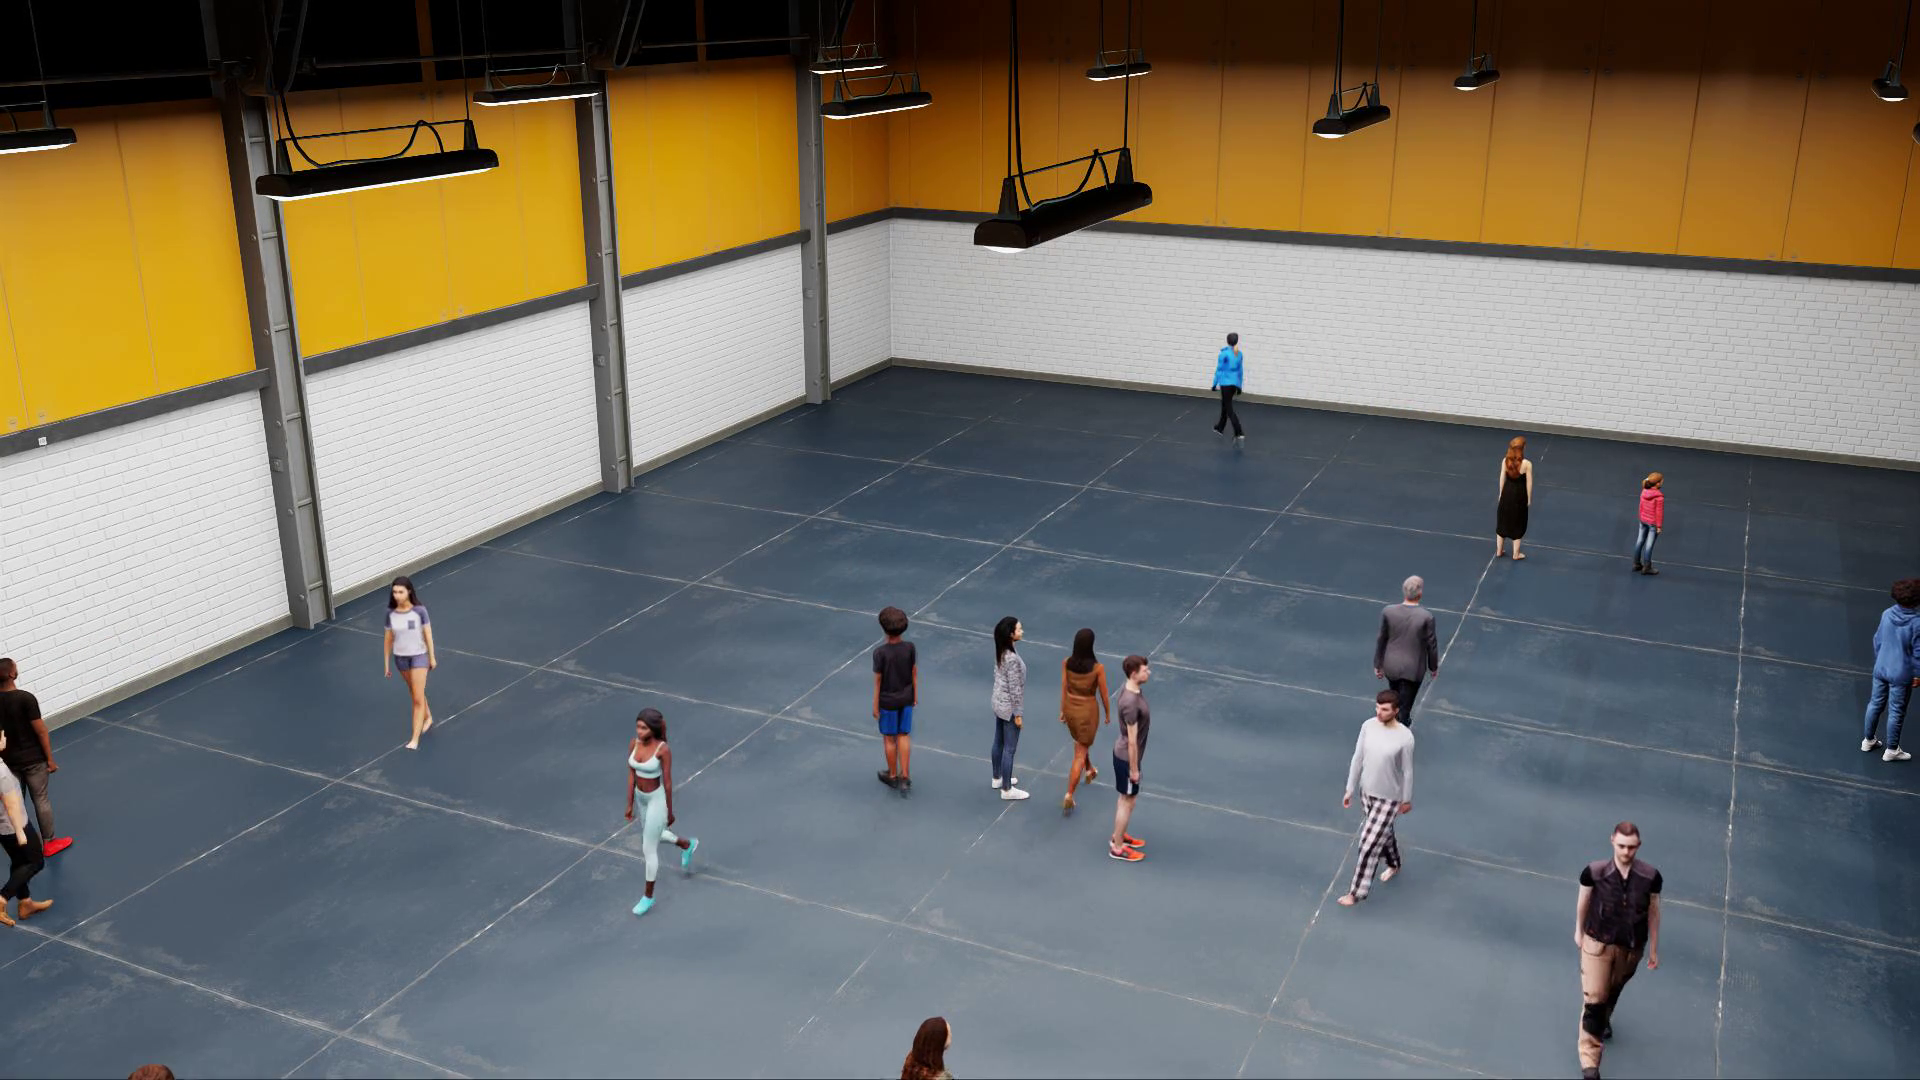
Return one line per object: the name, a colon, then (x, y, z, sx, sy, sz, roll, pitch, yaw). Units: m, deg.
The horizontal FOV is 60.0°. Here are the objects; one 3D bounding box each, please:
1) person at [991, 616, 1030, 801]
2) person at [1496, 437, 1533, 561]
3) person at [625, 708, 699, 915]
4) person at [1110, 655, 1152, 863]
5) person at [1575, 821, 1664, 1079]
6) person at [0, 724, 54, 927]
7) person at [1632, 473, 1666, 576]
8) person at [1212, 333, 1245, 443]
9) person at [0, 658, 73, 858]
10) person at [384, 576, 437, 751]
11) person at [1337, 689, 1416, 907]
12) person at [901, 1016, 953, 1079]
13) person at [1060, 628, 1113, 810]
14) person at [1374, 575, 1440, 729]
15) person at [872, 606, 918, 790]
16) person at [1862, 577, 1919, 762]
person: (0.433, 1.515, 15.242, 0.744, 1.732, 0.673, -6, 19, -16)
person: (7.174, -0.552, 21.548, 0.617, 1.625, 0.630, 14, 23, 36)
person: (-2.438, 2.126, 13.478, 0.707, 1.700, 1.105, 13, 22, 33)
person: (1.433, 1.830, 14.120, 0.756, 1.851, 0.591, 2, 19, 5)
person: (4.522, 2.742, 11.509, 0.906, 1.789, 1.269, 3, 19, 9)
person: (-7.550, 2.262, 13.063, 0.696, 1.707, 0.839, 13, 23, 34)
person: (8.718, -0.218, 21.037, 0.652, 1.318, 0.596, -7, 20, -21)
person: (4.395, -2.440, 26.954, 1.173, 1.752, 1.136, -10, 21, -26)
person: (-7.982, 1.845, 14.146, 0.706, 1.806, 0.674, 0, 19, 1)
person: (-5.370, 1.159, 16.370, 0.906, 1.686, 1.177, 0, 19, 0)
person: (3.474, 2.049, 13.553, 1.255, 1.798, 0.958, -15, 24, -38)
person: (-0.259, 3.496, 9.816, 1.064, 1.441, 0.907, -11, 22, -31)
person: (1.074, 1.645, 14.993, 0.601, 1.645, 1.065, 10, 21, 26)
person: (4.219, 1.259, 15.889, 0.865, 1.805, 1.185, 14, 23, 36)
person: (-0.590, 1.473, 15.279, 0.830, 1.788, 0.878, -9, 21, -25)
person: (8.995, 1.225, 15.979, 0.804, 1.811, 0.749, -7, 20, -20)
